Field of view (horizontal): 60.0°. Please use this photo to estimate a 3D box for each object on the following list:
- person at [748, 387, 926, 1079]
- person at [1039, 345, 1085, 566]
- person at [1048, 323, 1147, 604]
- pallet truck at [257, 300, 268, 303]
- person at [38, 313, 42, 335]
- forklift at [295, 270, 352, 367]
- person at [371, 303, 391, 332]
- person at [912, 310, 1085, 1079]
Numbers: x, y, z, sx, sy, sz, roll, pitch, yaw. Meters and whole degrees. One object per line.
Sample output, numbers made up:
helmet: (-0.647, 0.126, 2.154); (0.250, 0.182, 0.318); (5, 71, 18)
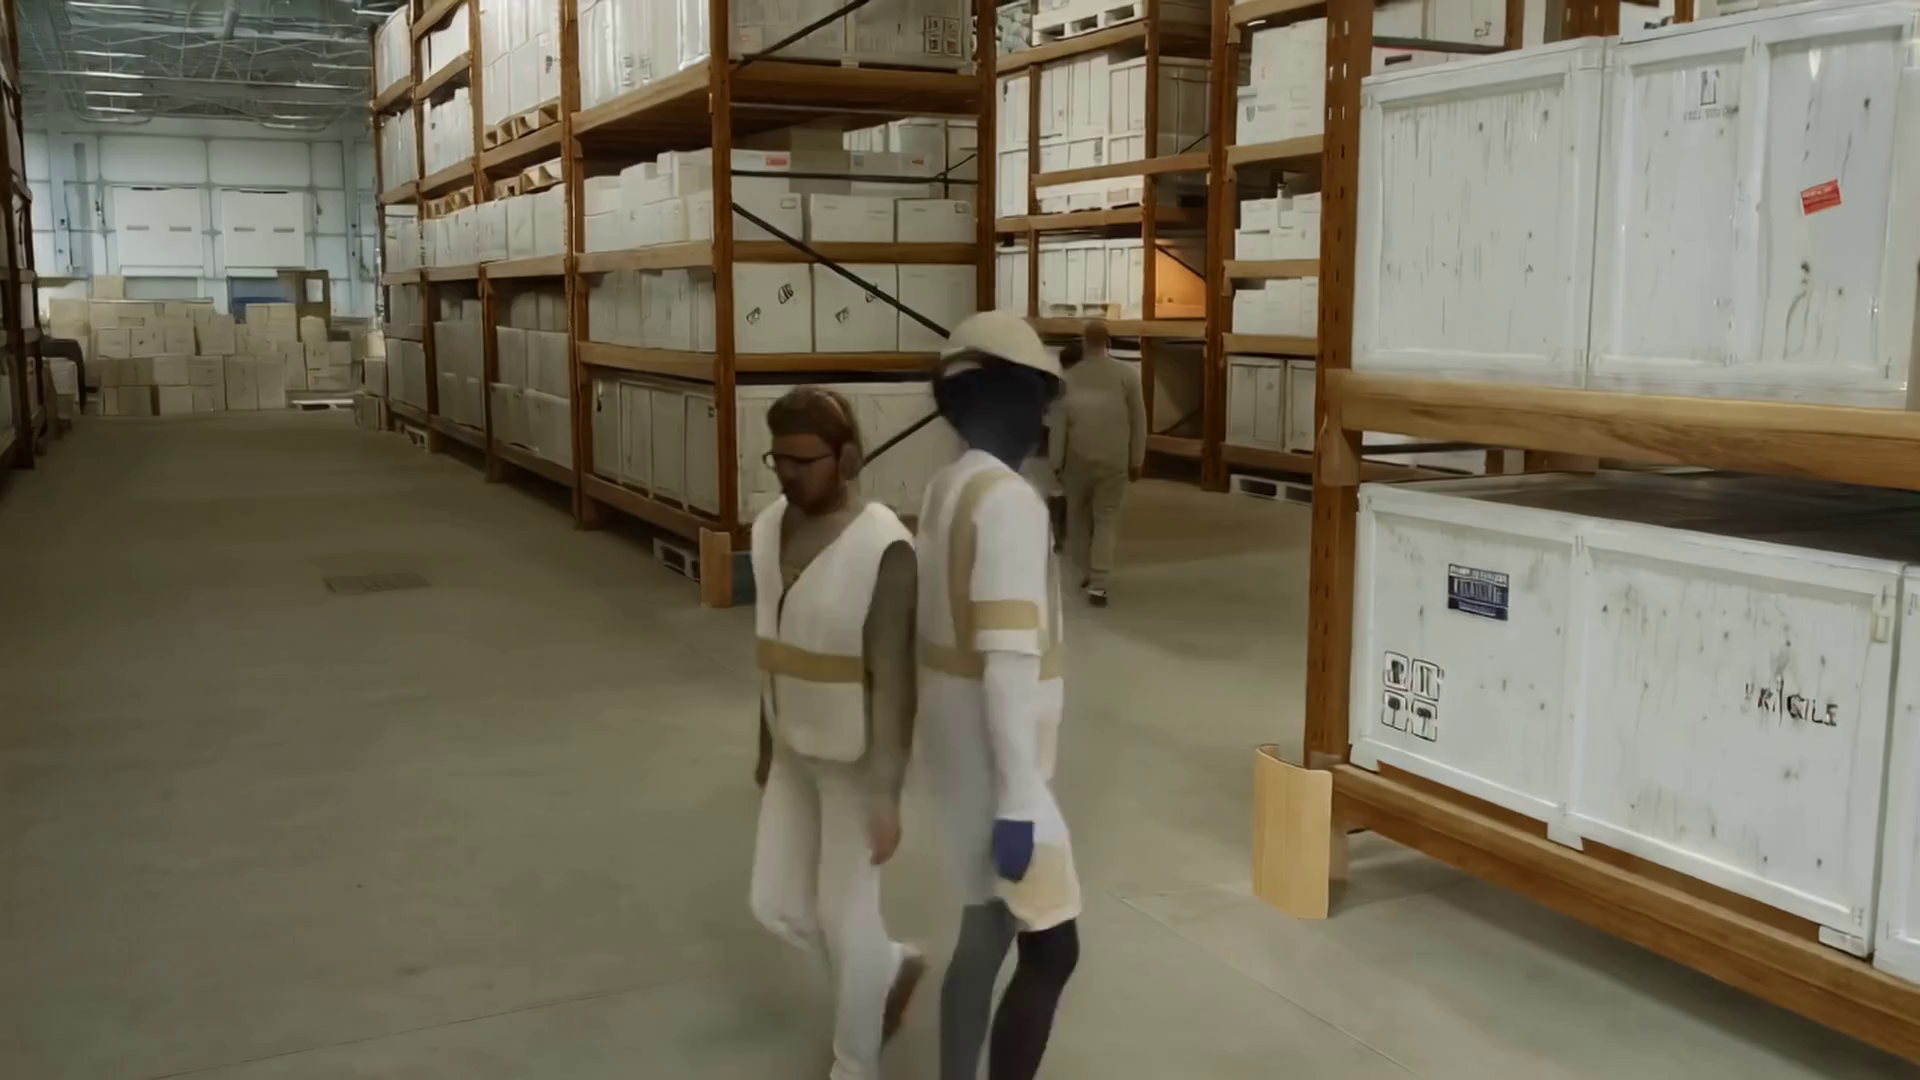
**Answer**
person: (-0.279, 0.527, 4.101); (0.484, 1.819, 0.615); (-8, 12, -44)
person: (0.841, -0.621, 12.508); (0.544, 1.681, 0.524); (-3, 9, -19)
person: (0.932, -0.526, 11.232); (0.639, 1.858, 1.003); (2, 9, 14)
pallet truck: (-23.913, -7.404, 58.171); (1.885, 1.965, 0.823); (-1, 8, -9)
person: (-28.045, -6.203, 50.245); (0.999, 1.885, 0.651); (-3, 9, -18)
forklift: (-18.442, -6.309, 47.594); (1.873, 2.768, 1.129); (6, 10, 36)
person: (-14.663, -5.035, 42.129); (0.571, 1.923, 0.554); (8, 11, 43)
person: (0.087, 0.494, 3.737); (0.421, 1.990, 0.692); (-2, 9, -17)
